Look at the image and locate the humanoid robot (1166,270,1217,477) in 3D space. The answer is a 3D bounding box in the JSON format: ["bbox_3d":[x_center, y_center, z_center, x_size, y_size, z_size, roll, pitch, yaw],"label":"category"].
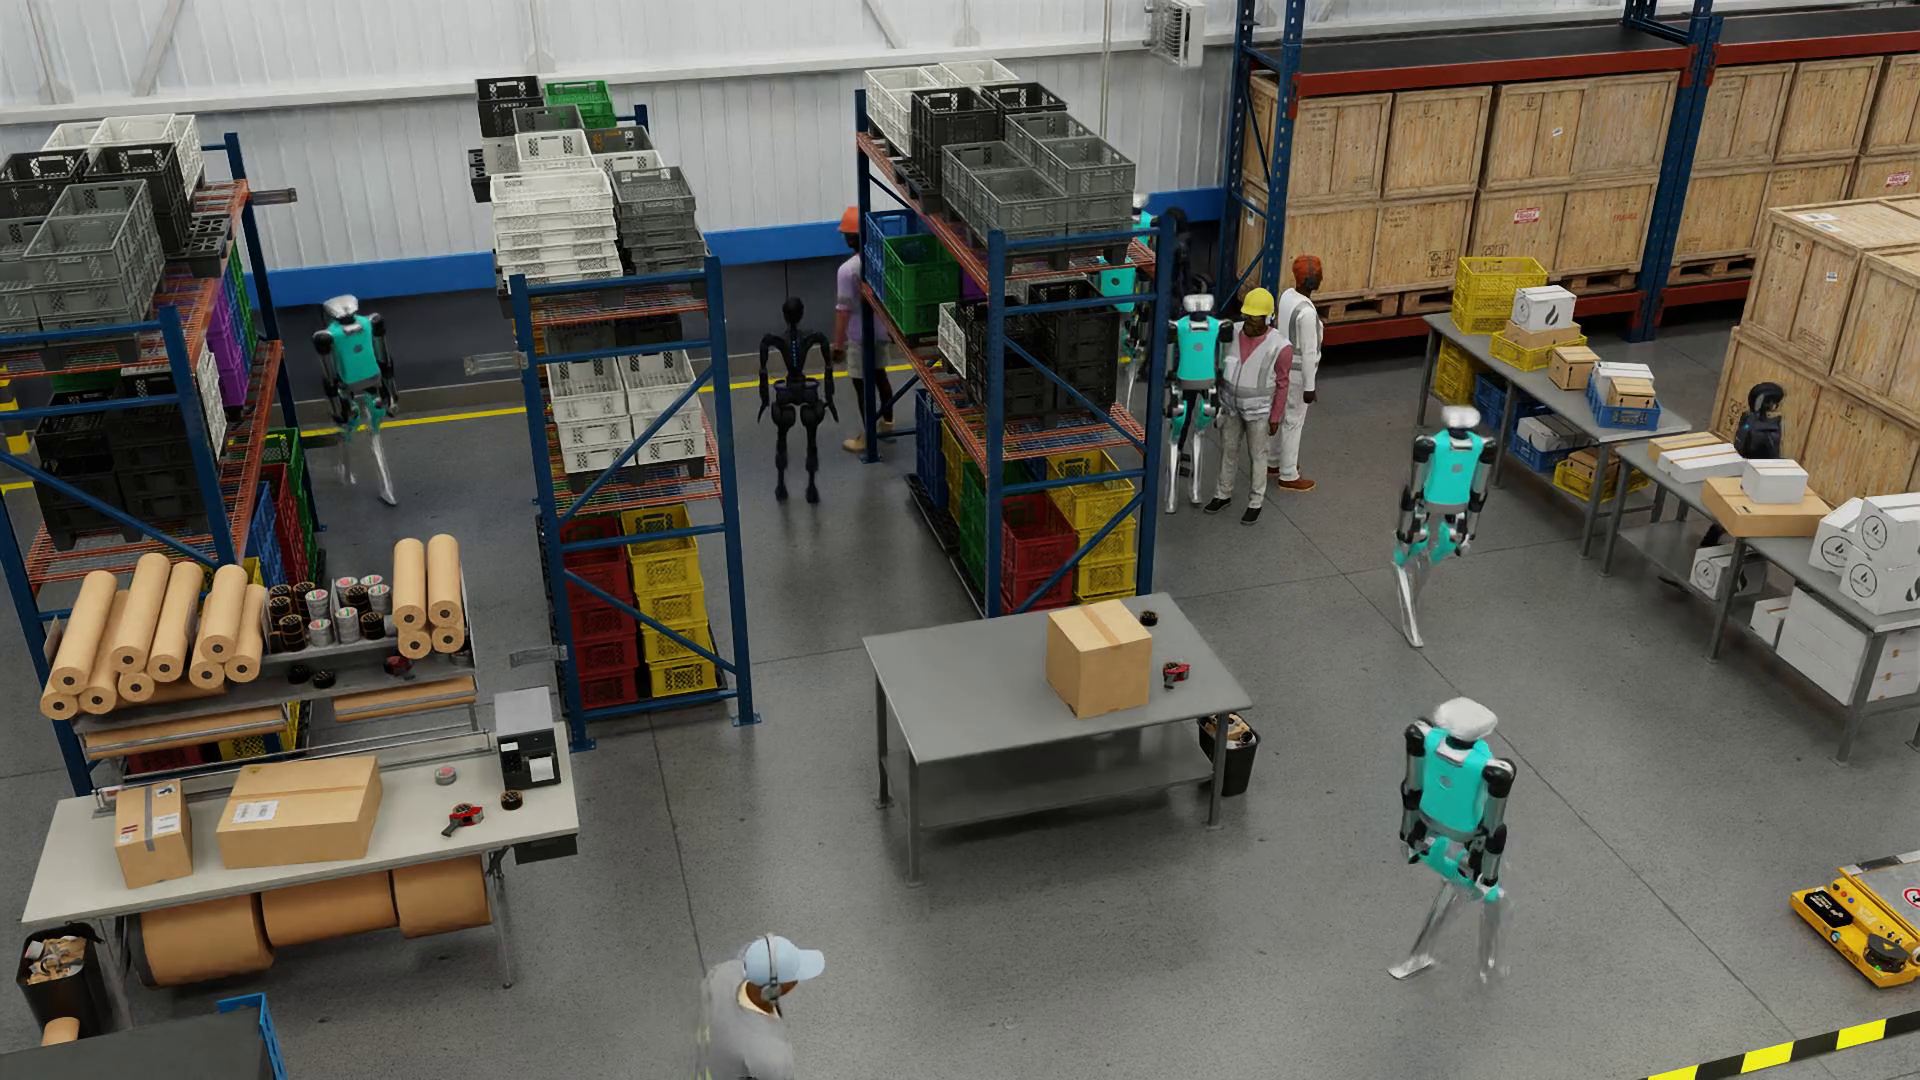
[{"bbox_3d":[1.843,-1.337,13.120,0.315,1.653,0.599,9,30,16],"label":"humanoid robot"}]

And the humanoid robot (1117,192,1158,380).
[{"bbox_3d":[1.551,-2.266,14.752,0.531,1.790,0.676,7,30,13],"label":"humanoid robot"}]

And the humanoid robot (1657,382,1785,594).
[{"bbox_3d":[5.285,-0.283,11.252,0.759,1.631,0.598,-1,29,-2],"label":"humanoid robot"}]

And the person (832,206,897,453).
[{"bbox_3d":[-0.780,-1.689,13.412,0.428,2.033,0.626,21,35,34],"label":"person"}]

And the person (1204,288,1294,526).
[{"bbox_3d":[2.126,-0.997,12.346,0.589,1.837,0.404,19,34,31],"label":"person"}]

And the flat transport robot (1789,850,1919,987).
[{"bbox_3d":[5.163,1.916,8.676,1.431,0.231,0.659,-8,30,-14],"label":"flat transport robot"}]

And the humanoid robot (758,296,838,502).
[{"bbox_3d":[-1.236,-1.062,12.621,0.615,1.648,0.330,-4,29,-7],"label":"humanoid robot"}]

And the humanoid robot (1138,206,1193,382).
[{"bbox_3d":[1.811,-2.158,14.645,0.456,1.649,0.607,25,37,38],"label":"humanoid robot"}]

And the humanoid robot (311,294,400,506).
[{"bbox_3d":[-4.631,-1.062,12.639,0.567,1.851,0.880,-22,36,-35],"label":"humanoid robot"}]

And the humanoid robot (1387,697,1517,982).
[{"bbox_3d":[2.464,1.442,8.040,0.808,1.797,0.535,-26,38,-38],"label":"humanoid robot"}]

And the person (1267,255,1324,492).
[{"bbox_3d":[2.600,-1.284,12.821,0.356,1.884,0.574,-5,29,-10],"label":"person"}]

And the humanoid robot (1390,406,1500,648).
[{"bbox_3d":[3.073,-0.119,10.951,0.548,1.878,0.815,-1,29,-2],"label":"humanoid robot"}]

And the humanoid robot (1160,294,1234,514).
[{"bbox_3d":[1.737,-1.095,12.565,0.546,1.755,0.680,0,29,1],"label":"humanoid robot"}]

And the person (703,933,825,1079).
[{"bbox_3d":[-0.746,2.238,6.480,0.713,1.817,0.610,-11,31,-20],"label":"person"}]

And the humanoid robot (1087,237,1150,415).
[{"bbox_3d":[1.348,-1.795,13.766,0.533,1.675,0.735,10,30,17],"label":"humanoid robot"}]
